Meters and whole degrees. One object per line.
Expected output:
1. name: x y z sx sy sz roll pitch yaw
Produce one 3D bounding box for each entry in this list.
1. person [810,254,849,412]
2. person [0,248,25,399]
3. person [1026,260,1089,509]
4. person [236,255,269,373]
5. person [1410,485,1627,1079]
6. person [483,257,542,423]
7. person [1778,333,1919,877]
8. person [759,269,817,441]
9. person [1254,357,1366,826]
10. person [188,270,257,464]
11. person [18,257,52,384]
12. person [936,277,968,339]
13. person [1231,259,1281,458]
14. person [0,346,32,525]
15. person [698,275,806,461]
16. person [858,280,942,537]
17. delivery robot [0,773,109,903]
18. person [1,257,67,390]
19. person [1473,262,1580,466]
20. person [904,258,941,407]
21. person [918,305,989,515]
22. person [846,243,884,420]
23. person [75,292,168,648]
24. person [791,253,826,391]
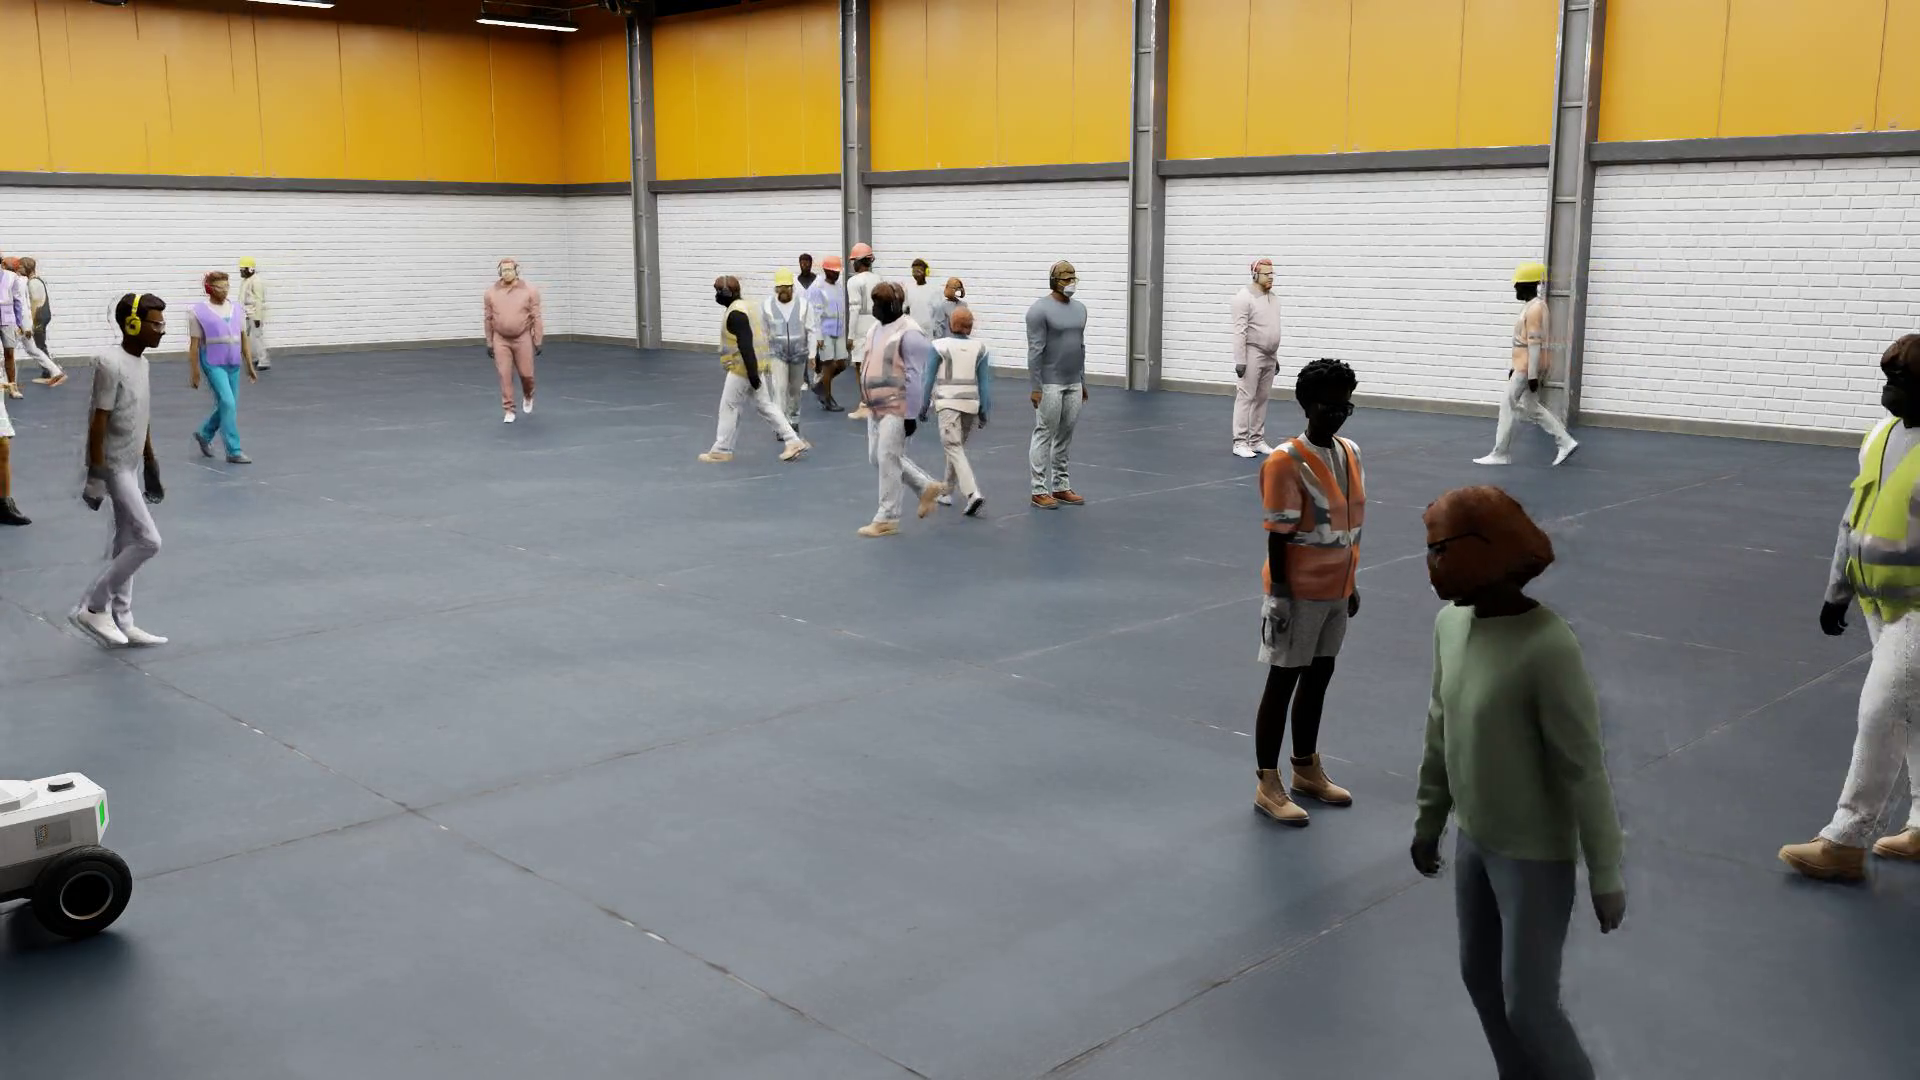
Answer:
1. person: -1.612 -2.514 20.196 0.553 1.915 0.548 9 13 39
2. person: -12.463 -2.826 21.552 0.615 2.039 0.386 -10 14 -44
3. person: 0.774 -1.218 13.066 0.635 1.937 0.354 -10 14 -44
4. person: -11.008 -3.502 25.842 0.432 1.814 0.615 -9 14 -39
5. person: 1.195 0.678 3.647 0.410 1.597 0.537 -2 11 -13
6. person: -5.137 -2.306 19.139 0.660 1.888 0.637 -1 10 -7
7. person: 3.078 0.224 5.557 0.844 1.808 0.650 -1 10 -3
8. person: -1.814 -1.959 17.544 0.595 1.791 0.922 -2 11 -10
9. person: 1.292 0.180 6.092 0.540 1.698 0.317 -10 14 -44
10. person: -7.020 -1.635 15.691 0.830 1.815 0.566 5 11 25
11. person: -13.268 -3.146 23.875 0.412 1.826 0.521 -4 11 -23
12. person: -0.082 -2.308 19.838 0.507 1.632 0.267 -10 14 -44
13. person: 2.895 -1.754 16.079 0.652 1.906 0.402 -10 14 -44
14. person: -7.340 -1.055 12.290 0.869 1.906 0.555 4 11 23
15. person: -1.952 -1.609 15.696 0.992 1.776 0.632 1 10 3
16. person: -0.425 -0.942 11.888 0.659 1.822 0.622 -6 12 -31
17. delivery robot: -2.988 0.902 5.023 0.707 0.478 0.477 -10 14 -44
18. person: -12.969 -2.994 23.038 0.966 1.848 0.592 -6 12 -30
19. person: 5.293 -1.615 15.366 0.877 1.895 0.590 4 11 21
20. person: -0.460 -2.555 20.629 0.565 1.844 0.418 3 11 17
21. person: 0.001 -1.009 12.854 0.514 1.596 0.856 -6 12 -28
22. person: -1.122 -2.408 19.270 0.391 2.040 0.614 7 13 35
23. person: -4.268 -0.344 8.567 0.455 1.838 0.530 -2 11 -12
24. person: -2.096 -3.041 23.128 0.599 1.896 0.809 1 10 3
